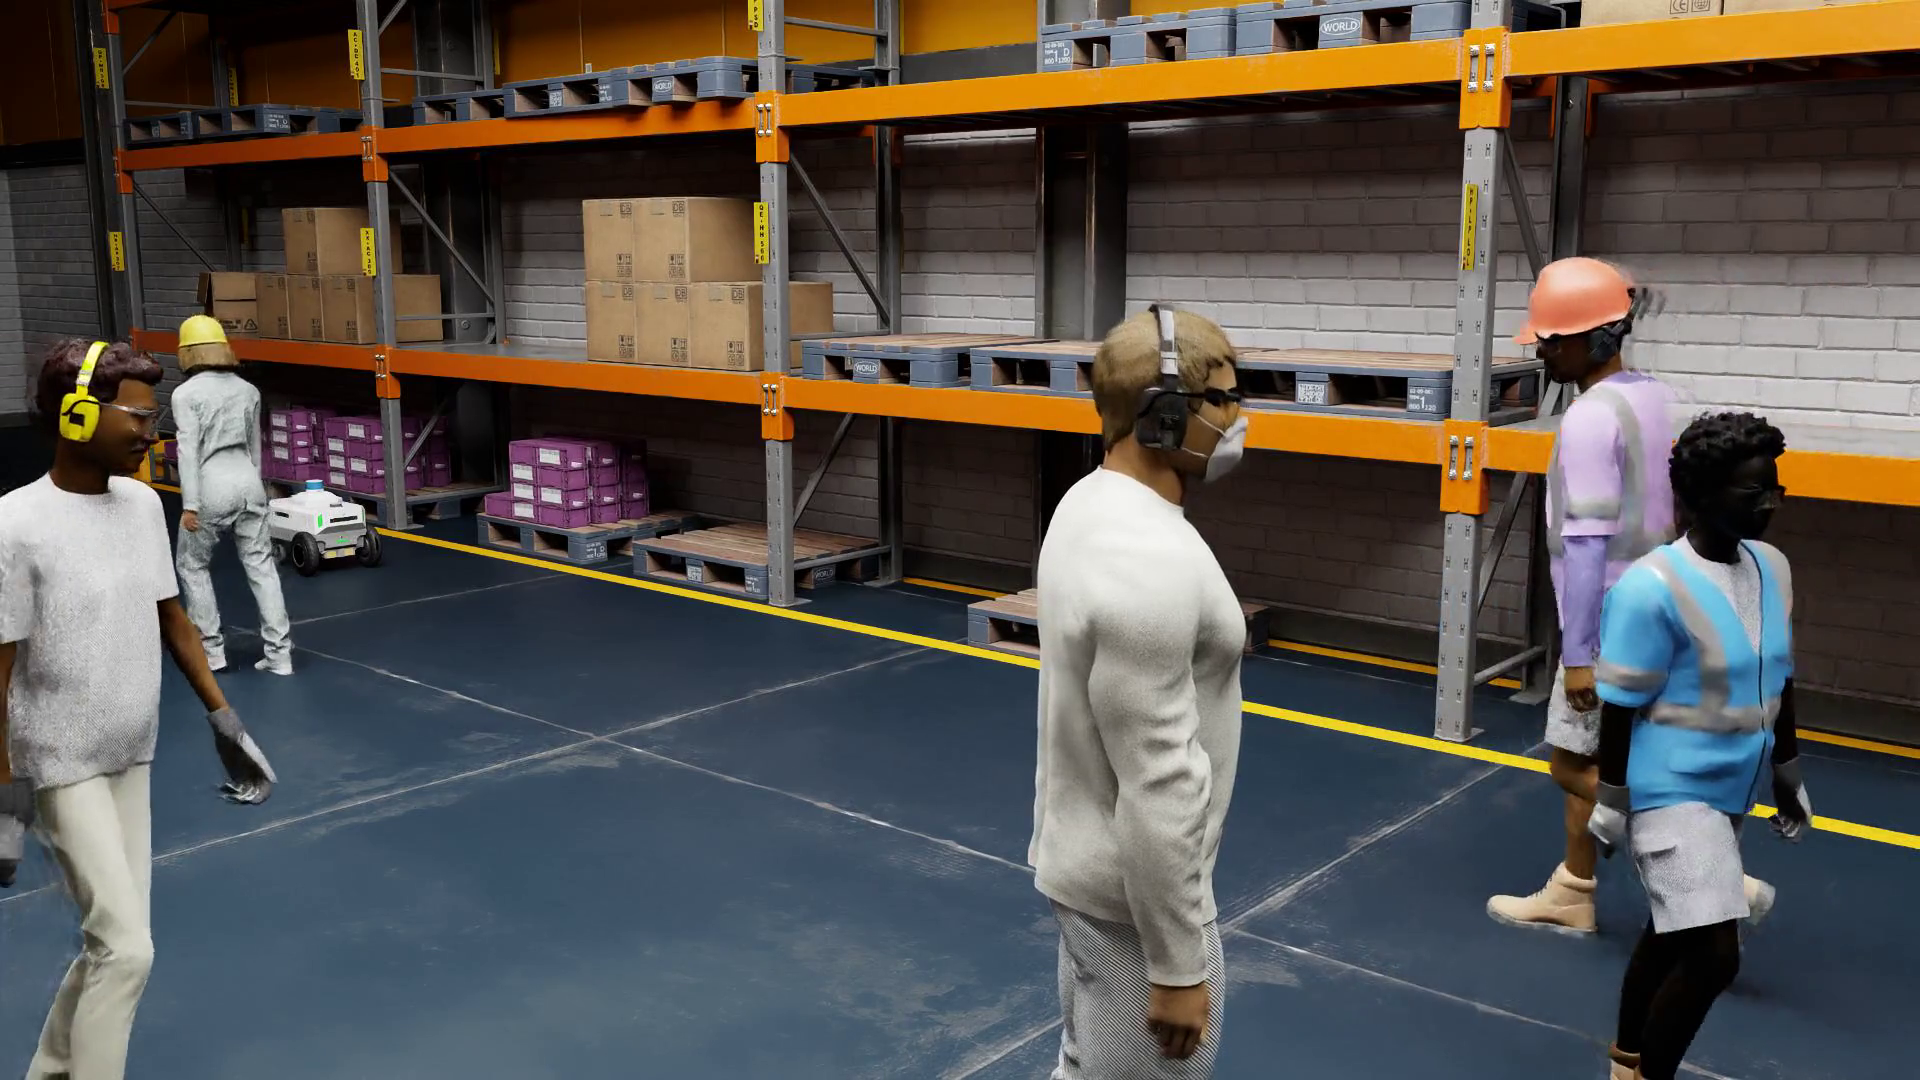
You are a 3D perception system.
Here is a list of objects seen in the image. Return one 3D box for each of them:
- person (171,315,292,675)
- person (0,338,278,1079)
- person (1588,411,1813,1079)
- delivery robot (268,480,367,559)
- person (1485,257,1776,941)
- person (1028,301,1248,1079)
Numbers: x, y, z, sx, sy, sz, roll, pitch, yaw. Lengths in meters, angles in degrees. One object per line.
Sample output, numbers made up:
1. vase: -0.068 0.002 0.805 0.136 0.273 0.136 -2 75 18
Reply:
1. person: -3.494 -0.195 7.862 0.661 1.703 0.536 5 11 27
2. person: -1.857 0.495 3.561 0.622 1.843 0.525 1 10 8
3. person: 1.638 0.562 3.615 0.539 1.680 0.513 -7 12 -36
4. delivery robot: -4.077 -0.140 10.537 0.707 0.478 0.477 9 13 41
5. person: 1.865 0.225 4.603 0.713 2.004 0.663 8 13 38
6. person: 0.300 0.586 2.739 0.373 1.940 0.628 -1 10 -5
